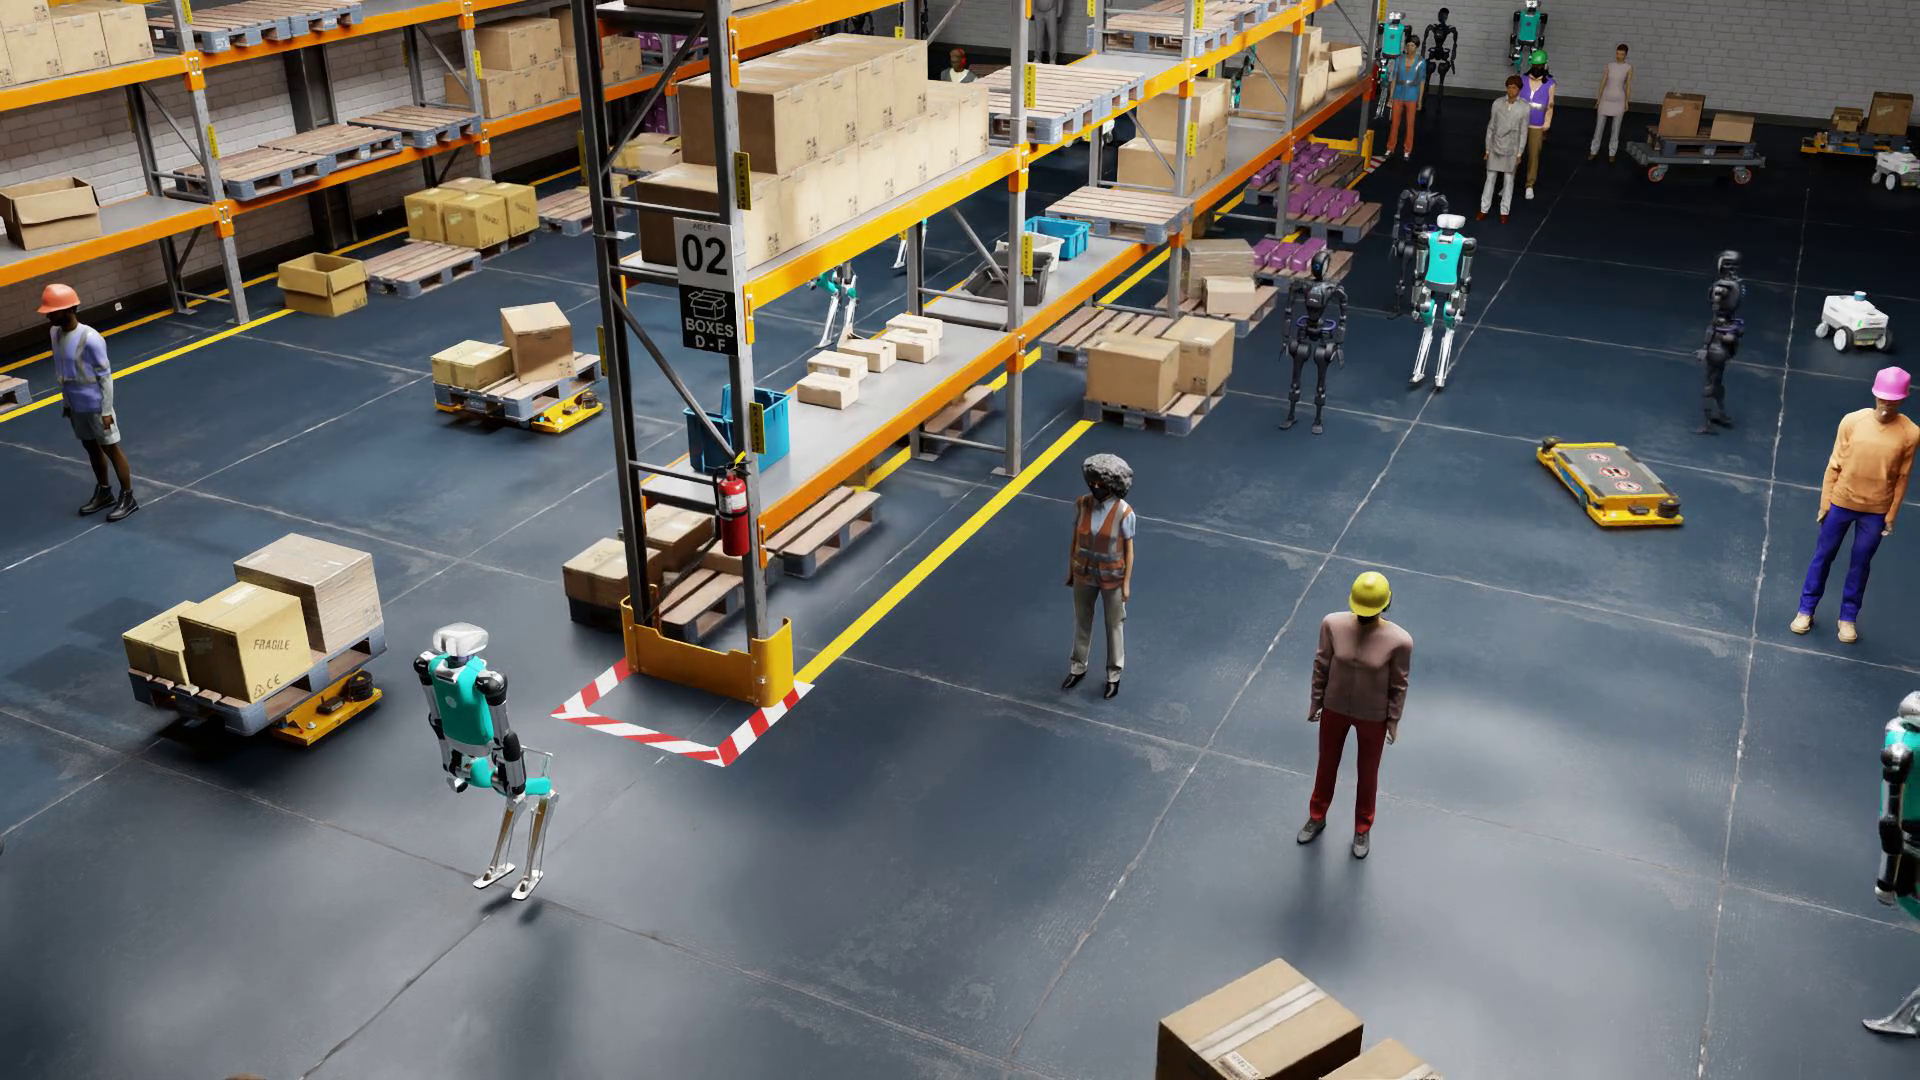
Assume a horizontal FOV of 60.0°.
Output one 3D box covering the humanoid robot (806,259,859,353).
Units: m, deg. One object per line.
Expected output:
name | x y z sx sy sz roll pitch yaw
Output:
humanoid robot | -1.214 -2.707 16.447 0.533 1.672 0.735 12 29 23

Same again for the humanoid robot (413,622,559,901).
humanoid robot | -2.390 1.096 8.759 0.533 1.677 0.735 12 29 23

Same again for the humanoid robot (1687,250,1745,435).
humanoid robot | 6.766 -1.759 14.747 0.377 1.640 0.588 21 33 36

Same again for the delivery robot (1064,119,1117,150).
delivery robot | 1.927 -6.139 24.825 0.739 0.566 0.499 12 29 23

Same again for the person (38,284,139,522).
person | -6.875 -1.080 13.082 0.541 1.938 0.355 12 29 23

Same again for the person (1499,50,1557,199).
person | 7.549 -5.513 22.043 0.529 1.931 0.410 12 29 23

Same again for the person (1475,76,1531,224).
person | 6.858 -4.921 20.960 0.500 1.832 0.366 12 29 23

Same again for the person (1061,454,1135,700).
person | 0.901 0.227 10.714 0.435 1.689 0.311 12 29 23

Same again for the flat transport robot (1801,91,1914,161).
flat transport robot | 13.185 -5.791 24.475 1.431 0.231 0.659 12 29 23

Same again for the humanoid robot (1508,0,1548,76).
humanoid robot | 9.216 -7.939 27.009 0.533 1.677 0.735 12 29 23

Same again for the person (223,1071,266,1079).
person | -2.471 2.584 5.988 0.481 1.659 0.339 12 29 23

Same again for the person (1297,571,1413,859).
person | 2.178 0.952 9.176 0.521 1.761 0.319 12 29 23

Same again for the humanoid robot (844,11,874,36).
humanoid robot | -1.698 -8.439 28.226 0.599 1.653 0.315 12 29 23

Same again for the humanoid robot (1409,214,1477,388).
humanoid robot | 4.531 -2.285 15.587 0.533 1.677 0.735 12 29 23

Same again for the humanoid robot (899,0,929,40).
humanoid robot | -0.818 -9.311 29.988 0.599 1.653 0.315 12 29 23

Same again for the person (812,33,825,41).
person | -1.978 -6.258 23.644 0.504 1.846 0.346 12 29 23

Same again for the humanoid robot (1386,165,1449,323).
humanoid robot | 4.814 -3.105 17.451 0.599 1.653 0.315 12 29 23

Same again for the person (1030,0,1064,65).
person | 1.571 -9.616 30.358 0.638 1.908 0.413 12 29 23

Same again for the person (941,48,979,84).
person | -0.012 -5.746 22.617 0.563 1.838 0.391 12 29 23

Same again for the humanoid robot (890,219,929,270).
humanoid robot | -0.555 -3.896 18.848 0.533 1.672 0.735 12 29 23

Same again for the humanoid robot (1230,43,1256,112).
humanoid robot | 4.396 -7.200 25.656 1.013 1.730 0.541 22 34 38

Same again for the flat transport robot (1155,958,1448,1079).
flat transport robot | 1.490 2.817 7.089 1.431 0.231 0.659 -17 31 -31

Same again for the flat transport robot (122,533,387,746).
flat transport robot | -4.555 0.952 10.855 1.431 0.231 0.659 12 29 23

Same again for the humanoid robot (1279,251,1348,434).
humanoid robot | 3.131 -1.747 14.705 0.599 1.657 0.315 12 29 23

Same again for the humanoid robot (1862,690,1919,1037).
humanoid robot | 4.661 1.597 7.893 0.533 1.760 0.789 -23 34 -38

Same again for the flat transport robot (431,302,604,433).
flat transport robot | -4.085 -1.287 15.378 1.431 0.231 0.659 12 29 23

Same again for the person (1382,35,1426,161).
person | 6.414 -6.365 23.947 0.485 1.767 0.324 12 29 23

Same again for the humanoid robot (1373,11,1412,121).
humanoid robot | 6.765 -7.414 25.948 0.533 1.677 0.735 12 29 23

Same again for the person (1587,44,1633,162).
person | 9.370 -6.274 23.886 0.440 1.656 0.286 12 29 23

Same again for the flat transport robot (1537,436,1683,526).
flat transport robot | 5.363 -0.495 13.778 0.659 0.231 1.431 -1 26 -3

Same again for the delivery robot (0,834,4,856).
delivery robot | -5.789 1.589 9.214 0.739 0.566 0.499 12 29 23

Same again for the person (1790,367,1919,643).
person | 6.138 -0.245 11.344 0.505 1.985 0.373 12 29 23

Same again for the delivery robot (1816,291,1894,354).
delivery robot | 9.116 -2.220 16.946 0.520 0.600 0.772 -1 26 -3

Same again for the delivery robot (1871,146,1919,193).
delivery robot | 12.817 -5.042 22.647 0.520 0.600 0.772 -1 26 -3

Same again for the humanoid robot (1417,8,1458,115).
humanoid robot | 7.687 -7.701 26.735 0.599 1.653 0.315 12 29 23
